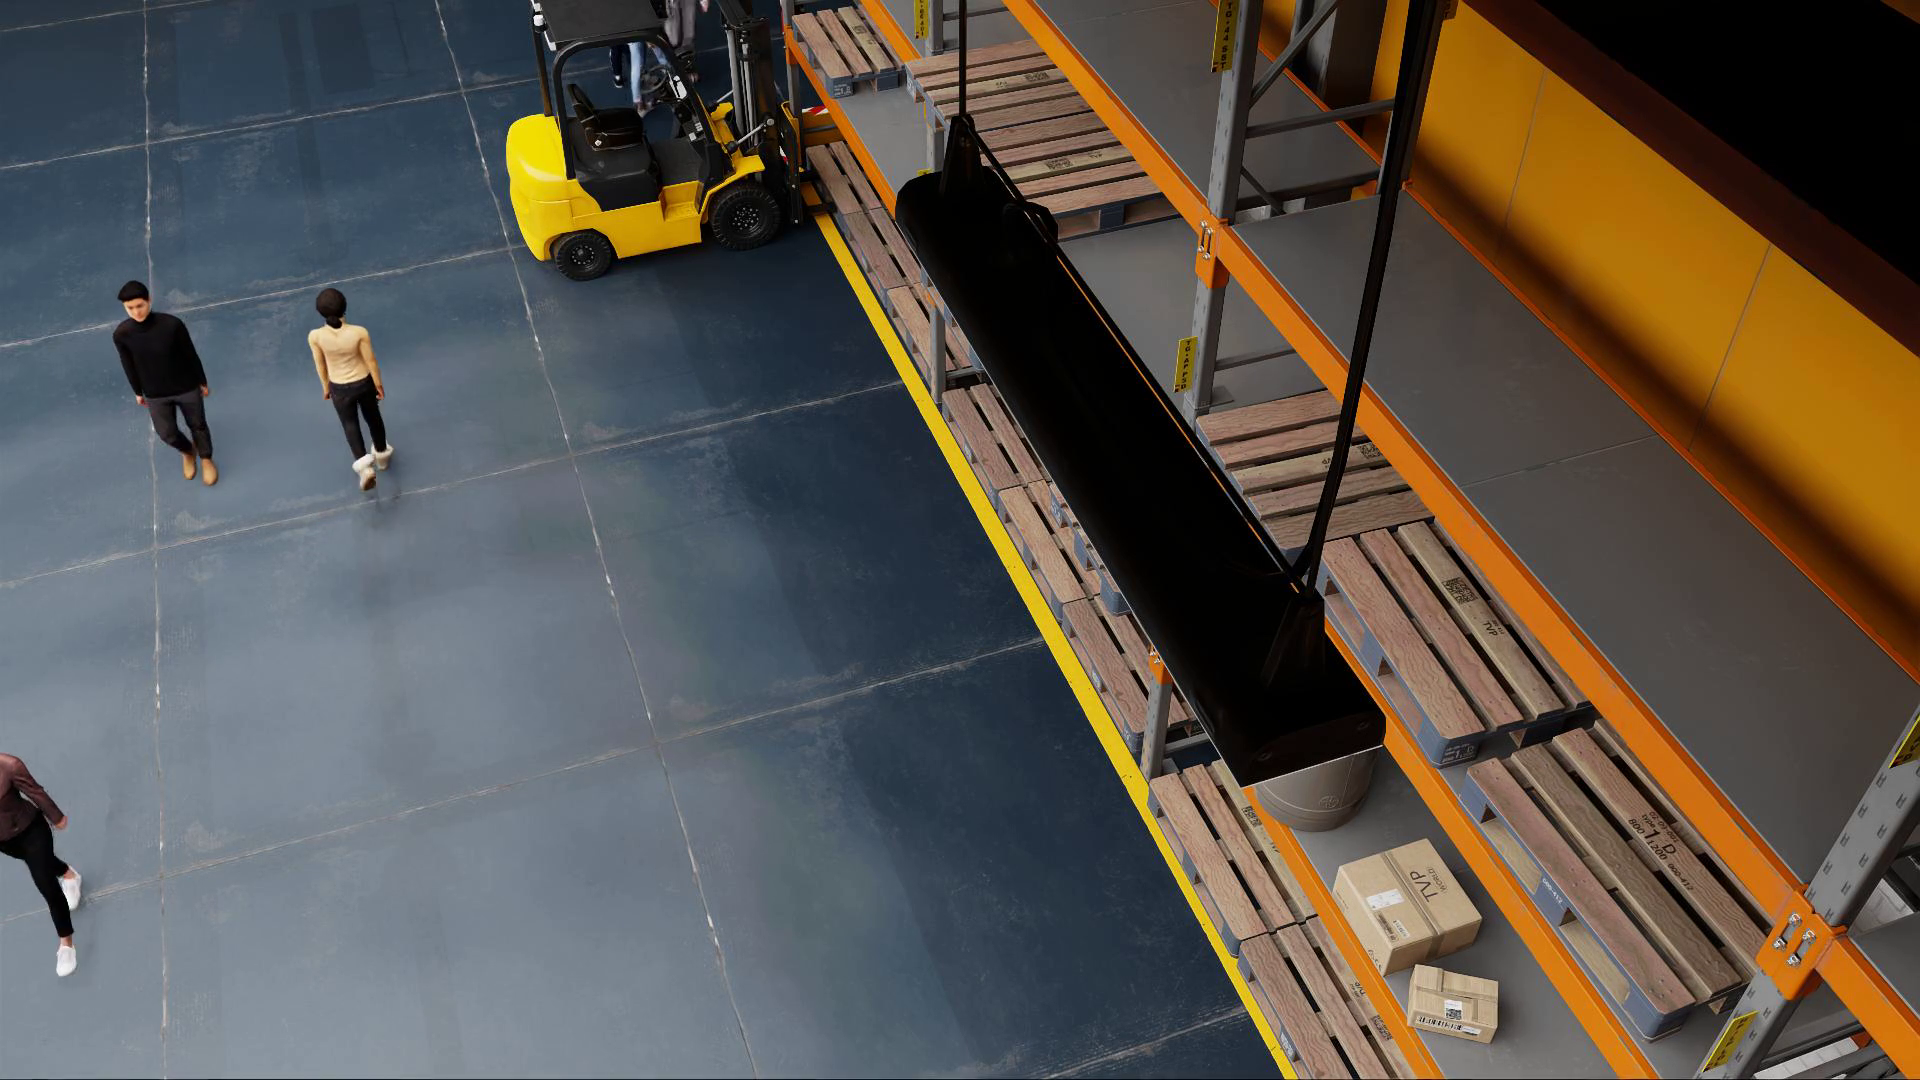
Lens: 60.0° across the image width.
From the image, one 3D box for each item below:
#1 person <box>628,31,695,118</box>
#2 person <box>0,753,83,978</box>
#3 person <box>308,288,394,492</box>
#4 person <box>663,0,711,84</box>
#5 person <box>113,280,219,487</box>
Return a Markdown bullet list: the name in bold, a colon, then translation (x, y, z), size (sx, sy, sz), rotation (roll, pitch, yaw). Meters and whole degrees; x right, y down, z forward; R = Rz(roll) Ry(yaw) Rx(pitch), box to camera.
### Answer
- **person**: translation (-3.092, -4.846, 15.872), size (1.019, 1.699, 1.025), rotation (25, 49, 24)
- **person**: translation (-5.202, 1.548, 9.184), size (0.709, 1.666, 1.053), rotation (-10, 44, -10)
- **person**: translation (-4.358, -1.055, 11.935), size (0.599, 1.641, 0.883), rotation (-12, 45, -12)
- **person**: translation (-2.771, -5.336, 16.269), size (0.686, 1.861, 0.907), rotation (-12, 45, -12)
- **person**: translation (-5.708, -1.168, 11.998), size (0.649, 1.719, 0.570), rotation (-13, 45, -13)
